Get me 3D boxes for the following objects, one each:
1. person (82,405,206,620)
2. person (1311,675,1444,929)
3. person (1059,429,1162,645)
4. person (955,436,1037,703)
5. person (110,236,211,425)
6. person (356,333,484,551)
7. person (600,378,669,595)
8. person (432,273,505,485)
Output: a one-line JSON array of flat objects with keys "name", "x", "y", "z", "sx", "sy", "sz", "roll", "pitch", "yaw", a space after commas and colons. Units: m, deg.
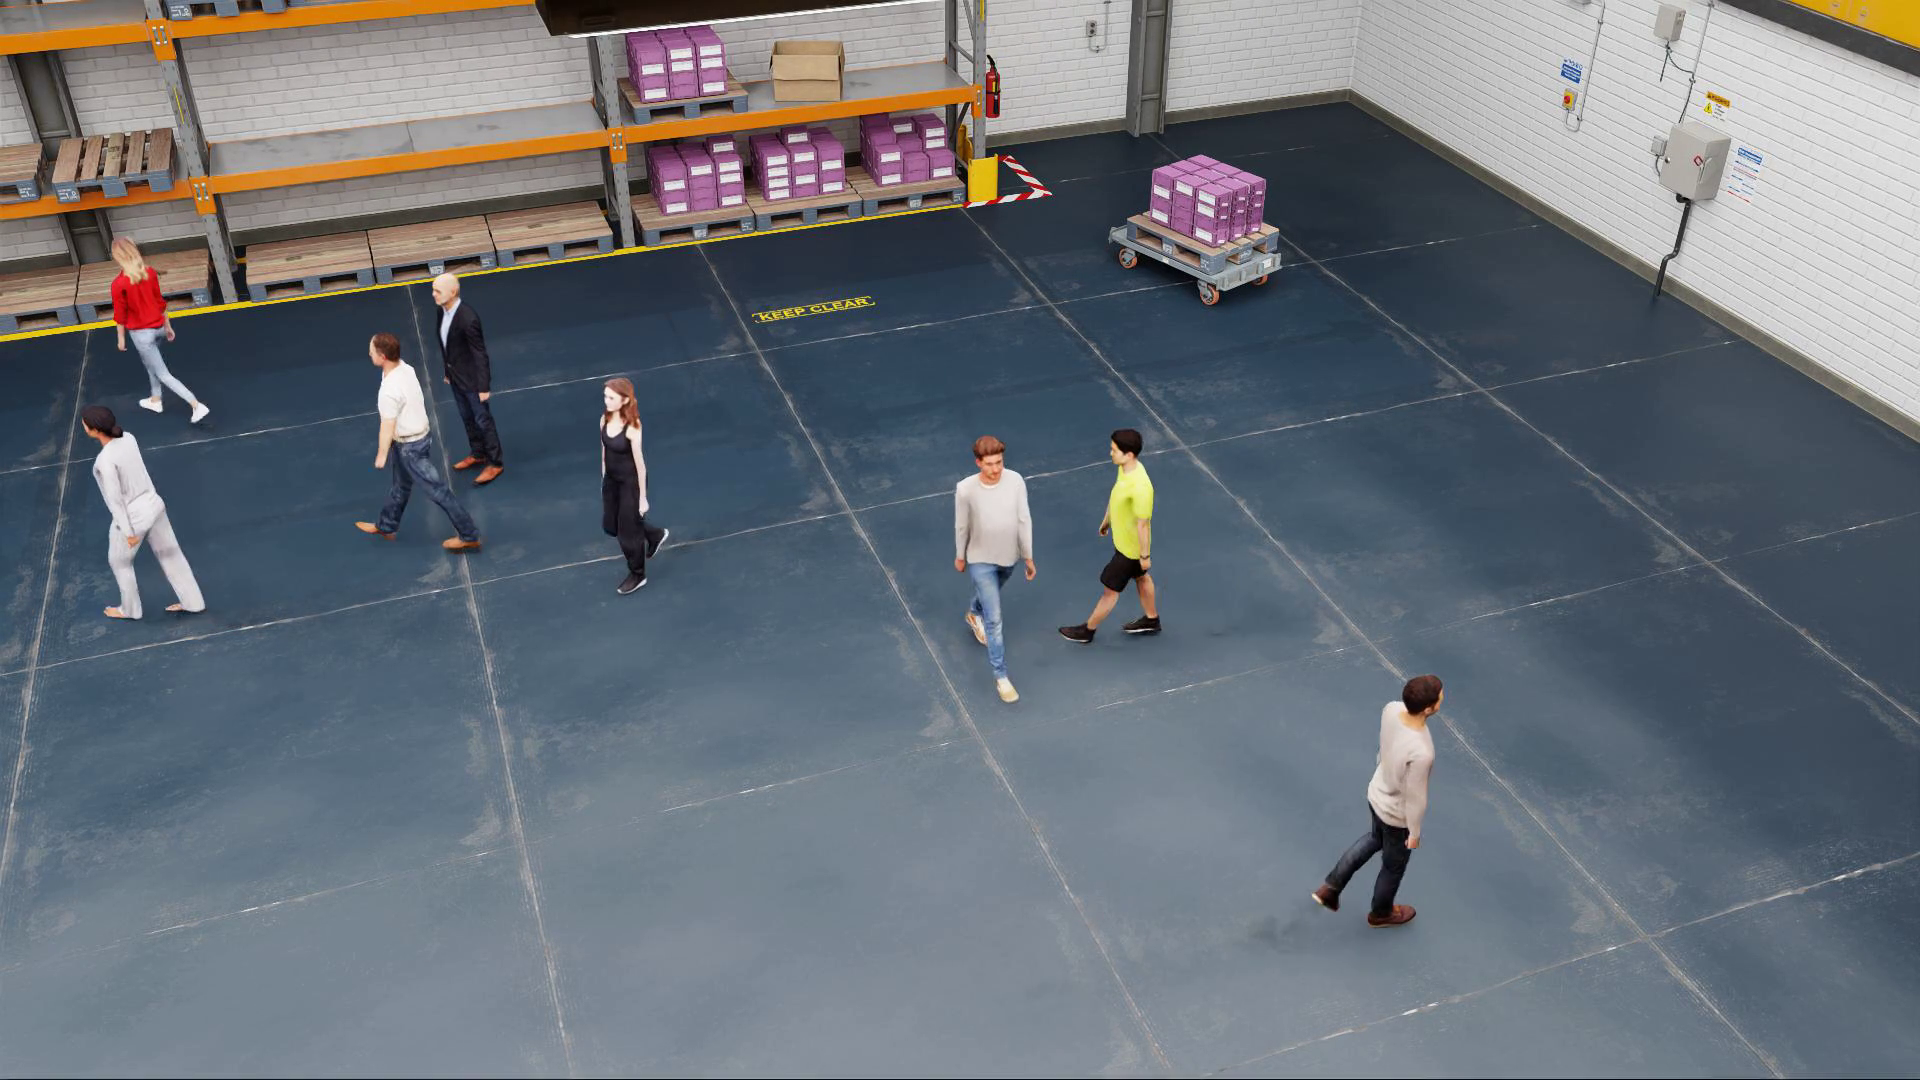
[{"name": "person", "x": -5.742, "y": -0.172, "z": 11.777, "sx": 1.023, "sy": 1.709, "sz": 0.882, "roll": 4, "pitch": 34, "yaw": 7}, {"name": "person", "x": 2.314, "y": 1.476, "z": 9.165, "sx": 0.911, "sy": 1.855, "sz": 0.740, "roll": -7, "pitch": 34, "yaw": -10}, {"name": "person", "x": 1.266, "y": -0.014, "z": 11.570, "sx": 1.071, "sy": 1.674, "sz": 0.822, "roll": -3, "pitch": 34, "yaw": -5}, {"name": "person", "x": 0.189, "y": 0.074, "z": 11.281, "sx": 1.205, "sy": 1.848, "sz": 0.757, "roll": -13, "pitch": 36, "yaw": -19}, {"name": "person", "x": -6.858, "y": -1.731, "z": 14.157, "sx": 1.155, "sy": 1.670, "sz": 1.045, "roll": 11, "pitch": 35, "yaw": 16}, {"name": "person", "x": -4.007, "y": -0.679, "z": 12.455, "sx": 1.303, "sy": 1.802, "sz": 0.935, "roll": -1, "pitch": 34, "yaw": -2}, {"name": "person", "x": -2.371, "y": -0.444, "z": 12.159, "sx": 0.821, "sy": 1.739, "sz": 0.924, "roll": 23, "pitch": 40, "yaw": 31}, {"name": "person", "x": -3.976, "y": -1.328, "z": 13.435, "sx": 0.773, "sy": 1.798, "sz": 0.745, "roll": 27, "pitch": 42, "yaw": 34}]
